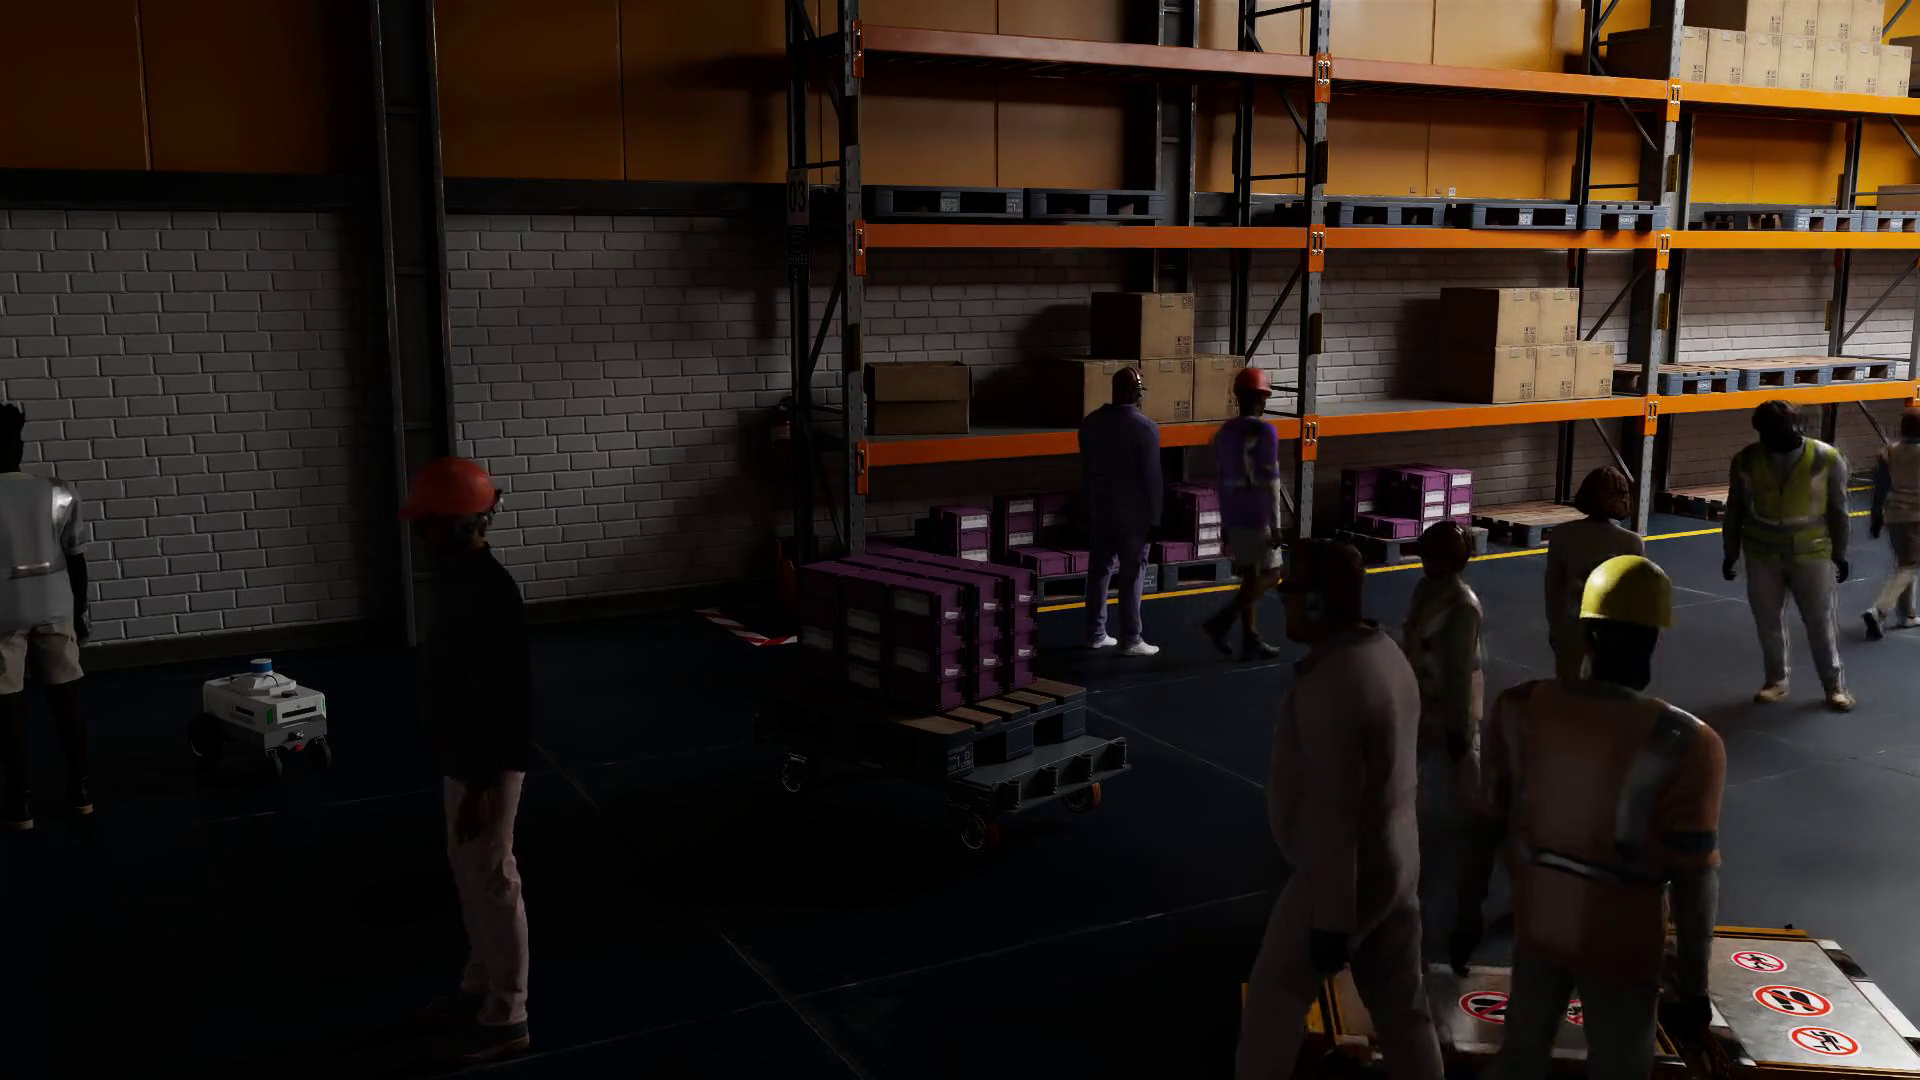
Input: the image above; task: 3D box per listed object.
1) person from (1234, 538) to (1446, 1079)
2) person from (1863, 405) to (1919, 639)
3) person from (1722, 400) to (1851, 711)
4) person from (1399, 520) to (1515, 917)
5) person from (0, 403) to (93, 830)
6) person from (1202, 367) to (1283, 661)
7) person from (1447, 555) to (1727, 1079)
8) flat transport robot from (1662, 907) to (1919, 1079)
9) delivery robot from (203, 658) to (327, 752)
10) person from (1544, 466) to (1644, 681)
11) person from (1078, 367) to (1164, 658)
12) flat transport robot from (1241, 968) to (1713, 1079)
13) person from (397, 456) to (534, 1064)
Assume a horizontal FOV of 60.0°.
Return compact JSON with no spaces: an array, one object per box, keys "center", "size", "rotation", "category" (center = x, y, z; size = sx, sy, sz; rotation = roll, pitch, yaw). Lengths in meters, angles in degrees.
[{"center":[0.993,0.922,4.642],"size":[0.923,1.862,0.657],"rotation":[6,12,32],"category":"person"},{"center":[6.508,-0.132,11.466],"size":[0.801,1.601,0.496],"rotation":[-4,11,-24],"category":"person"},{"center":[4.803,0.083,9.673],"size":[0.699,1.802,0.434],"rotation":[7,12,34],"category":"person"},{"center":[1.979,0.703,6.680],"size":[0.757,1.607,0.549],"rotation":[0,10,-2],"category":"person"},{"center":[-4.325,0.348,7.659],"size":[0.365,1.962,0.610],"rotation":[9,13,41],"category":"person"},{"center":[1.813,-0.150,10.680],"size":[0.577,1.910,0.587],"rotation":[-5,11,-28],"category":"person"},{"center":[1.524,0.995,4.156],"size":[0.664,1.904,0.617],"rotation":[-8,12,-38],"category":"person"},{"center":[2.701,1.571,5.488],"size":[0.652,0.197,1.431],"rotation":[1,10,8],"category":"flat transport robot"},{"center":[-3.572,0.853,8.539],"size":[0.707,0.478,0.477],"rotation":[8,13,39],"category":"delivery robot"},{"center":[3.026,0.460,7.965],"size":[0.282,1.633,0.501],"rotation":[-7,12,-36],"category":"person"},{"center":[1.077,-0.183,10.914],"size":[0.646,1.900,0.403],"rotation":[9,13,41],"category":"person"},{"center":[1.640,1.593,5.361],"size":[1.431,0.197,0.652],"rotation":[1,10,8],"category":"flat transport robot"},{"center":[-1.609,0.712,5.478],"size":[0.408,1.990,0.660],"rotation":[-5,11,-26],"category":"person"}]
